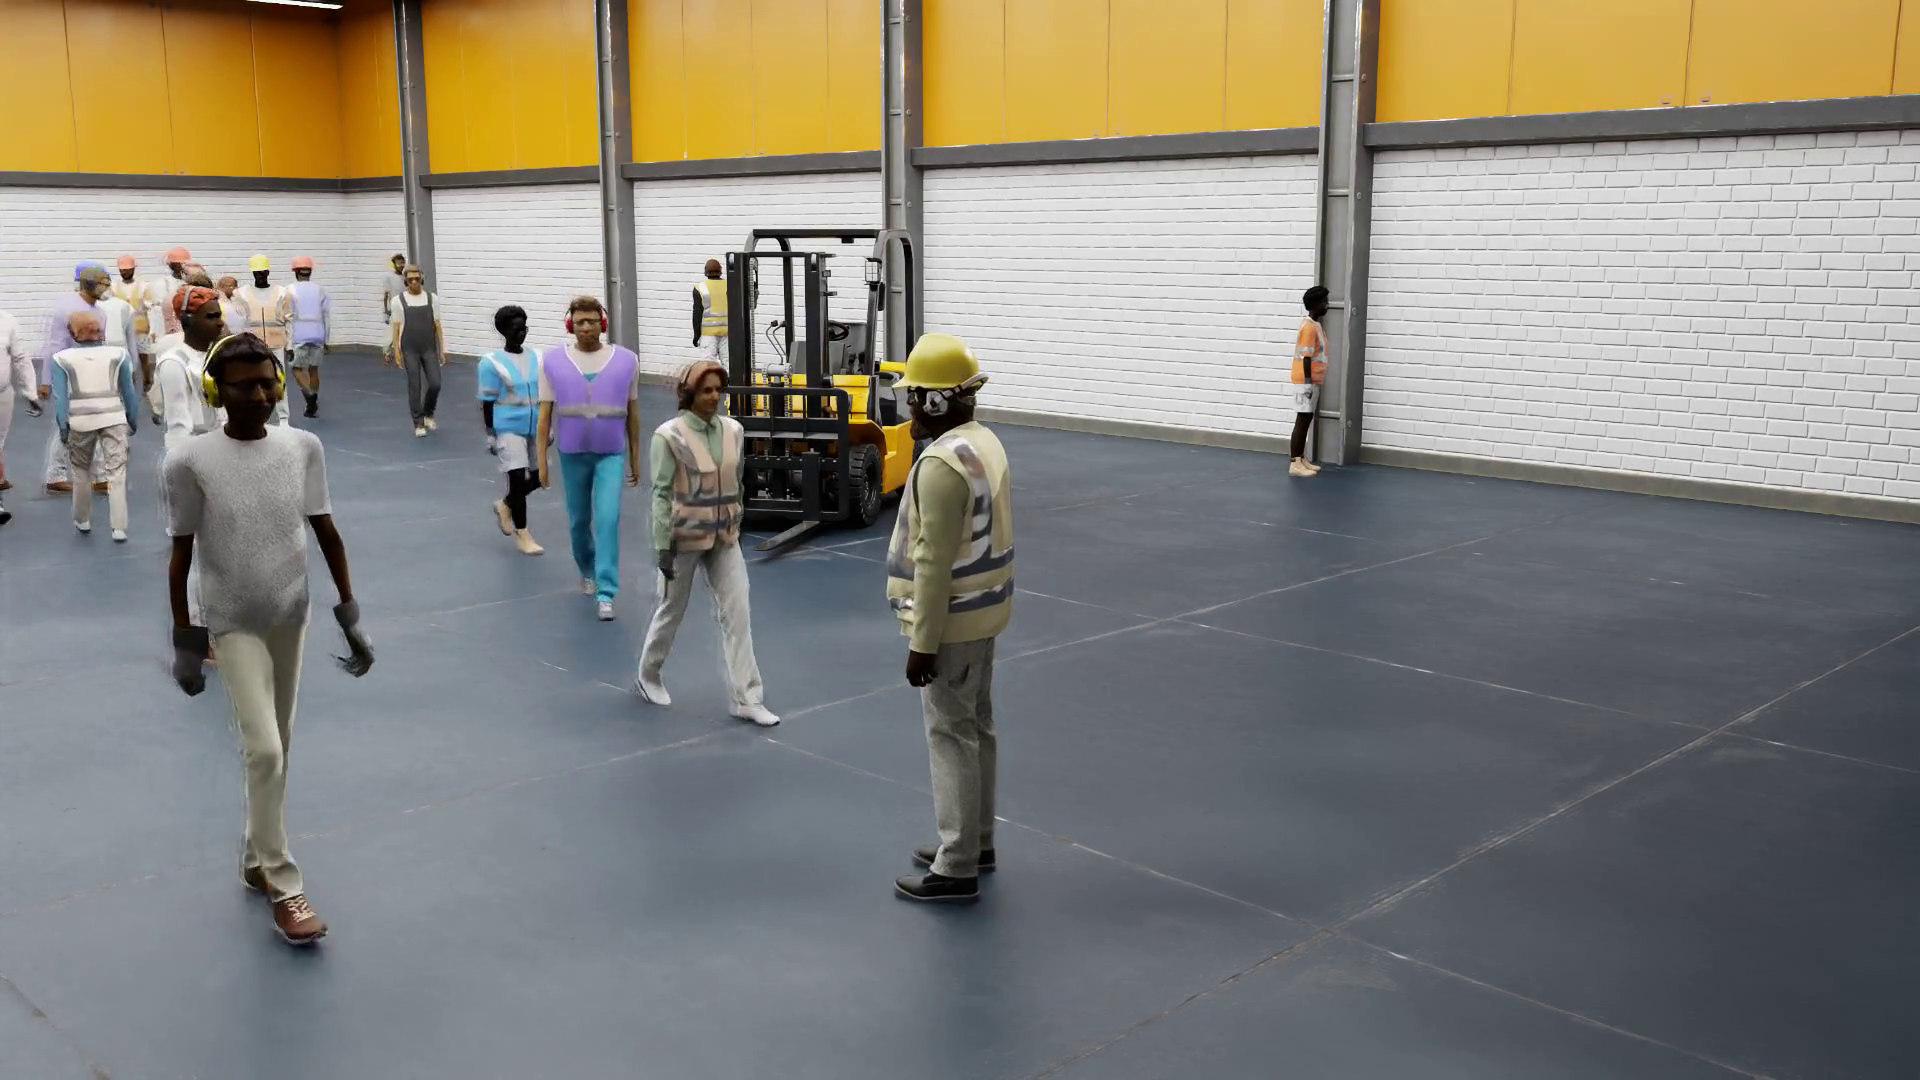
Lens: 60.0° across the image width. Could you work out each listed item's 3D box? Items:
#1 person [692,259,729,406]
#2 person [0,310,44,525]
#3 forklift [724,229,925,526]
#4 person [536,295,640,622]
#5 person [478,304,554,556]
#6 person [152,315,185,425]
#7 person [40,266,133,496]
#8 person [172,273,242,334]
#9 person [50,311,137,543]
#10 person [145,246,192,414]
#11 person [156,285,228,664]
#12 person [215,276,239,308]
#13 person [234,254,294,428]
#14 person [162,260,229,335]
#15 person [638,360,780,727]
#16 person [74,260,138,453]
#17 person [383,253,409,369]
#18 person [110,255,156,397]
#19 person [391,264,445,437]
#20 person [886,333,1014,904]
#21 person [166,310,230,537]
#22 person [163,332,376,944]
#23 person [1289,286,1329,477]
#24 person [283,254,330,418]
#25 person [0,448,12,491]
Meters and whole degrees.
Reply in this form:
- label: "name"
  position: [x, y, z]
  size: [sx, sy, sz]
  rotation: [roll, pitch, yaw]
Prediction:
- label: "person"
  position: [-3.032, -2.553, 20.614]
  size: [0.633, 1.839, 0.429]
  rotation: [-6, 12, -32]
- label: "person"
  position: [-7.187, -1.043, 12.305]
  size: [0.952, 1.856, 0.667]
  rotation: [8, 13, 36]
- label: "forklift"
  position: [-1.050, -1.319, 12.920]
  size: [1.214, 2.155, 2.313]
  rotation: [2, 11, 13]
- label: "person"
  position: [-2.113, -0.499, 9.509]
  size: [0.579, 1.810, 0.902]
  rotation: [-2, 11, -12]
- label: "person"
  position: [-3.016, -0.749, 11.207]
  size: [0.606, 1.673, 0.538]
  rotation: [9, 13, 39]
- label: "person"
  position: [-5.697, -1.001, 12.446]
  size: [0.861, 1.733, 0.524]
  rotation: [9, 13, 39]
- label: "person"
  position: [-7.184, -1.295, 13.658]
  size: [0.850, 1.874, 0.654]
  rotation: [-2, 10, -8]
- label: "person"
  position: [-6.885, -1.550, 15.284]
  size: [0.648, 1.800, 0.965]
  rotation: [0, 10, -1]
- label: "person"
  position: [-6.079, -0.799, 11.718]
  size: [0.533, 1.601, 0.835]
  rotation: [-6, 12, -31]
- label: "person"
  position: [-9.282, -2.465, 19.683]
  size: [0.940, 2.018, 0.614]
  rotation: [5, 11, 25]
- label: "person"
  position: [-3.794, -0.328, 8.361]
  size: [0.338, 1.882, 0.583]
  rotation: [-1, 10, -4]
- label: "person"
  position: [-8.969, -2.418, 20.443]
  size: [0.283, 1.631, 0.503]
  rotation: [-4, 11, -20]
- label: "person"
  position: [-7.543, -2.131, 18.077]
  size: [0.588, 1.927, 0.371]
  rotation: [-4, 11, -19]
- label: "person"
  position: [-7.713, -1.892, 16.877]
  size: [0.655, 1.887, 0.731]
  rotation: [-9, 13, -39]
- label: "person"
  position: [-1.166, -0.005, 7.364]
  size: [0.843, 1.597, 0.534]
  rotation: [10, 14, 43]
- label: "person"
  position: [-7.509, -1.500, 14.649]
  size: [0.619, 1.922, 0.609]
  rotation: [8, 13, 37]
- label: "person"
  position: [-8.984, -3.647, 26.574]
  size: [0.525, 1.846, 0.717]
  rotation: [-10, 14, -44]
- label: "person"
  position: [-10.765, -2.762, 21.656]
  size: [0.559, 1.884, 1.032]
  rotation: [-4, 11, -19]
- label: "person"
  position: [-5.735, -2.002, 17.641]
  size: [0.535, 1.827, 0.404]
  rotation: [-6, 12, -28]
- label: "person"
  position: [-0.035, 0.252, 5.372]
  size: [0.403, 1.826, 0.591]
  rotation: [3, 11, 14]
- label: "person"
  position: [-4.988, -0.729, 11.059]
  size: [0.905, 1.696, 0.496]
  rotation: [2, 11, 9]
- label: "person"
  position: [-2.075, 0.292, 5.122]
  size: [0.828, 1.841, 0.515]
  rotation: [8, 13, 37]
- label: "person"
  position: [3.106, -1.407, 14.790]
  size: [0.320, 1.690, 0.537]
  rotation: [3, 11, 18]
- label: "person"
  position: [-7.567, -2.351, 19.324]
  size: [0.574, 1.909, 0.644]
  rotation: [-8, 13, -36]
- label: "person"
  position: [-8.129, -1.272, 13.558]
  size: [0.646, 1.871, 0.885]
  rotation: [-2, 11, -10]
